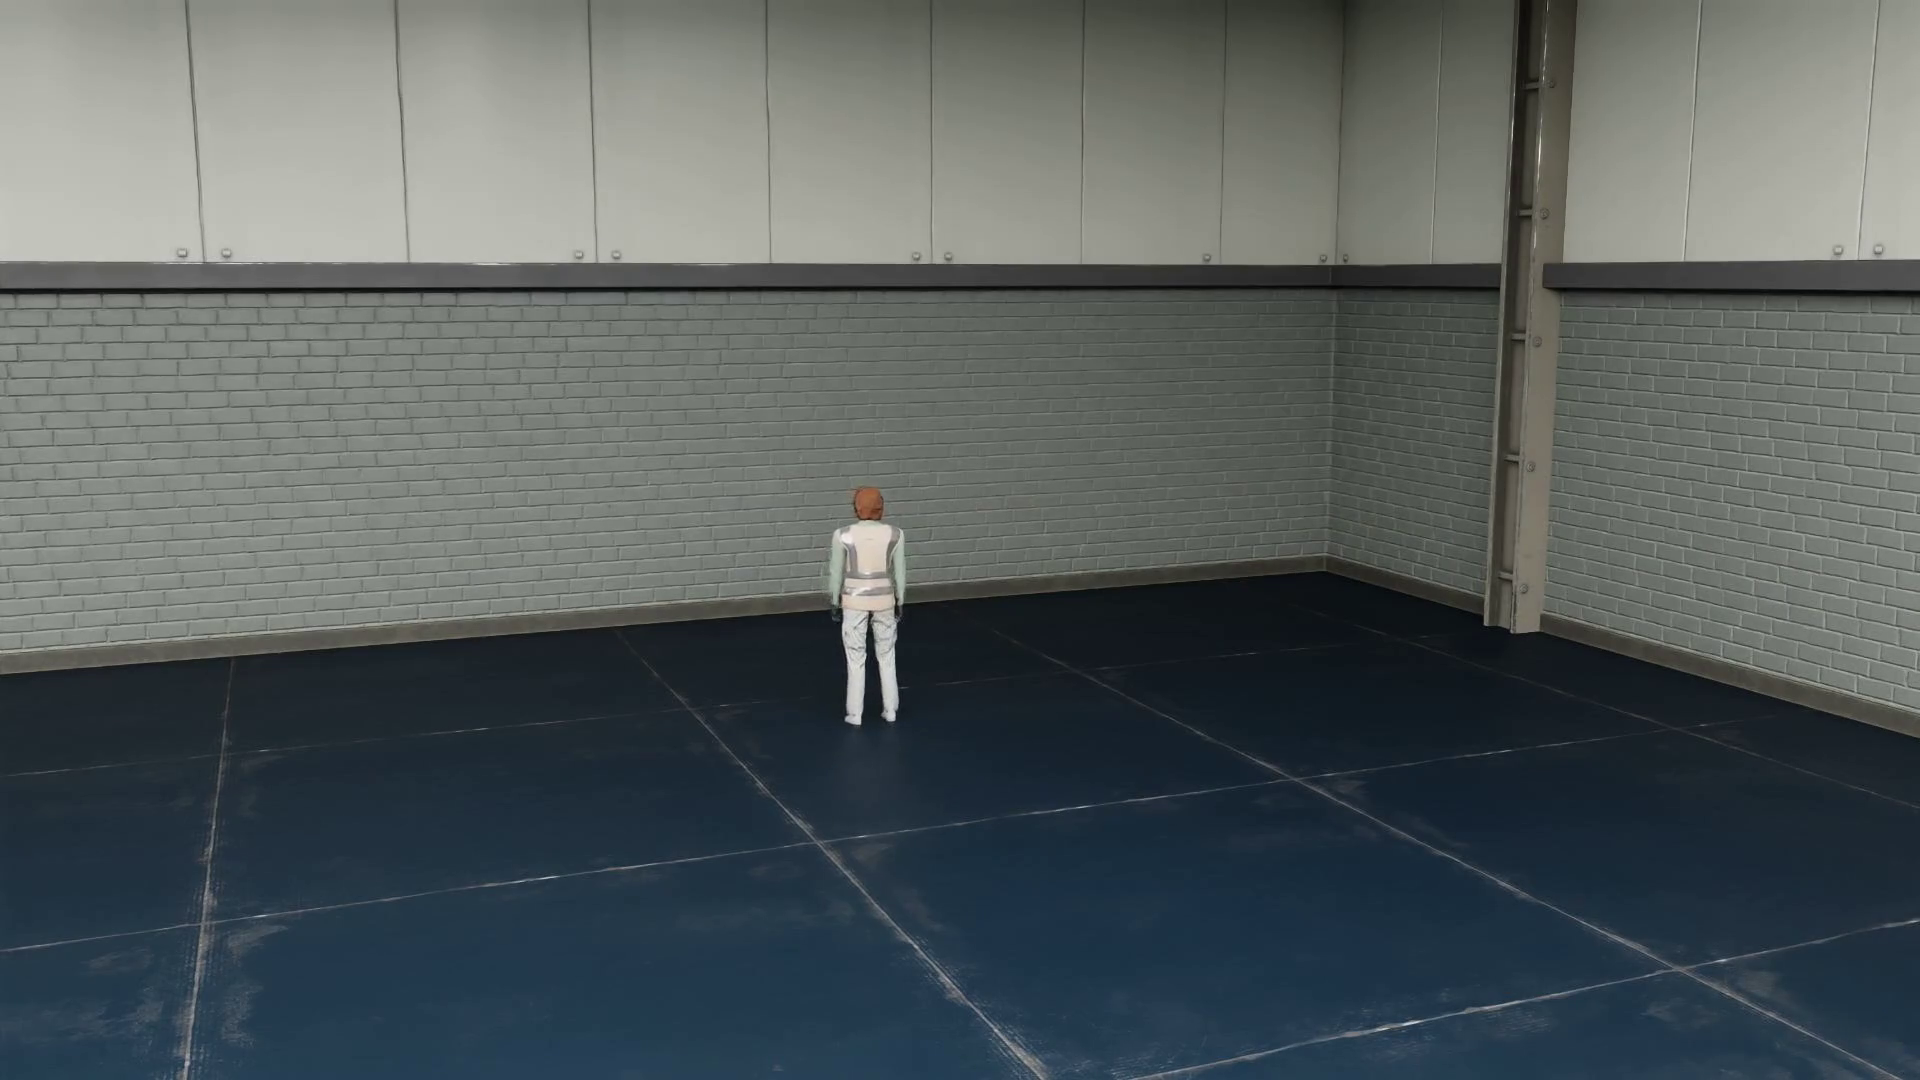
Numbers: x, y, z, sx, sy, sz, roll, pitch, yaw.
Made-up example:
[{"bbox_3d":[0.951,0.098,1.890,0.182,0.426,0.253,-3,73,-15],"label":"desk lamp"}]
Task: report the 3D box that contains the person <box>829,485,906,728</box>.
[{"bbox_3d":[-0.613,0.449,11.172,0.520,1.638,0.343,-3,9,-16],"label":"person"}]
